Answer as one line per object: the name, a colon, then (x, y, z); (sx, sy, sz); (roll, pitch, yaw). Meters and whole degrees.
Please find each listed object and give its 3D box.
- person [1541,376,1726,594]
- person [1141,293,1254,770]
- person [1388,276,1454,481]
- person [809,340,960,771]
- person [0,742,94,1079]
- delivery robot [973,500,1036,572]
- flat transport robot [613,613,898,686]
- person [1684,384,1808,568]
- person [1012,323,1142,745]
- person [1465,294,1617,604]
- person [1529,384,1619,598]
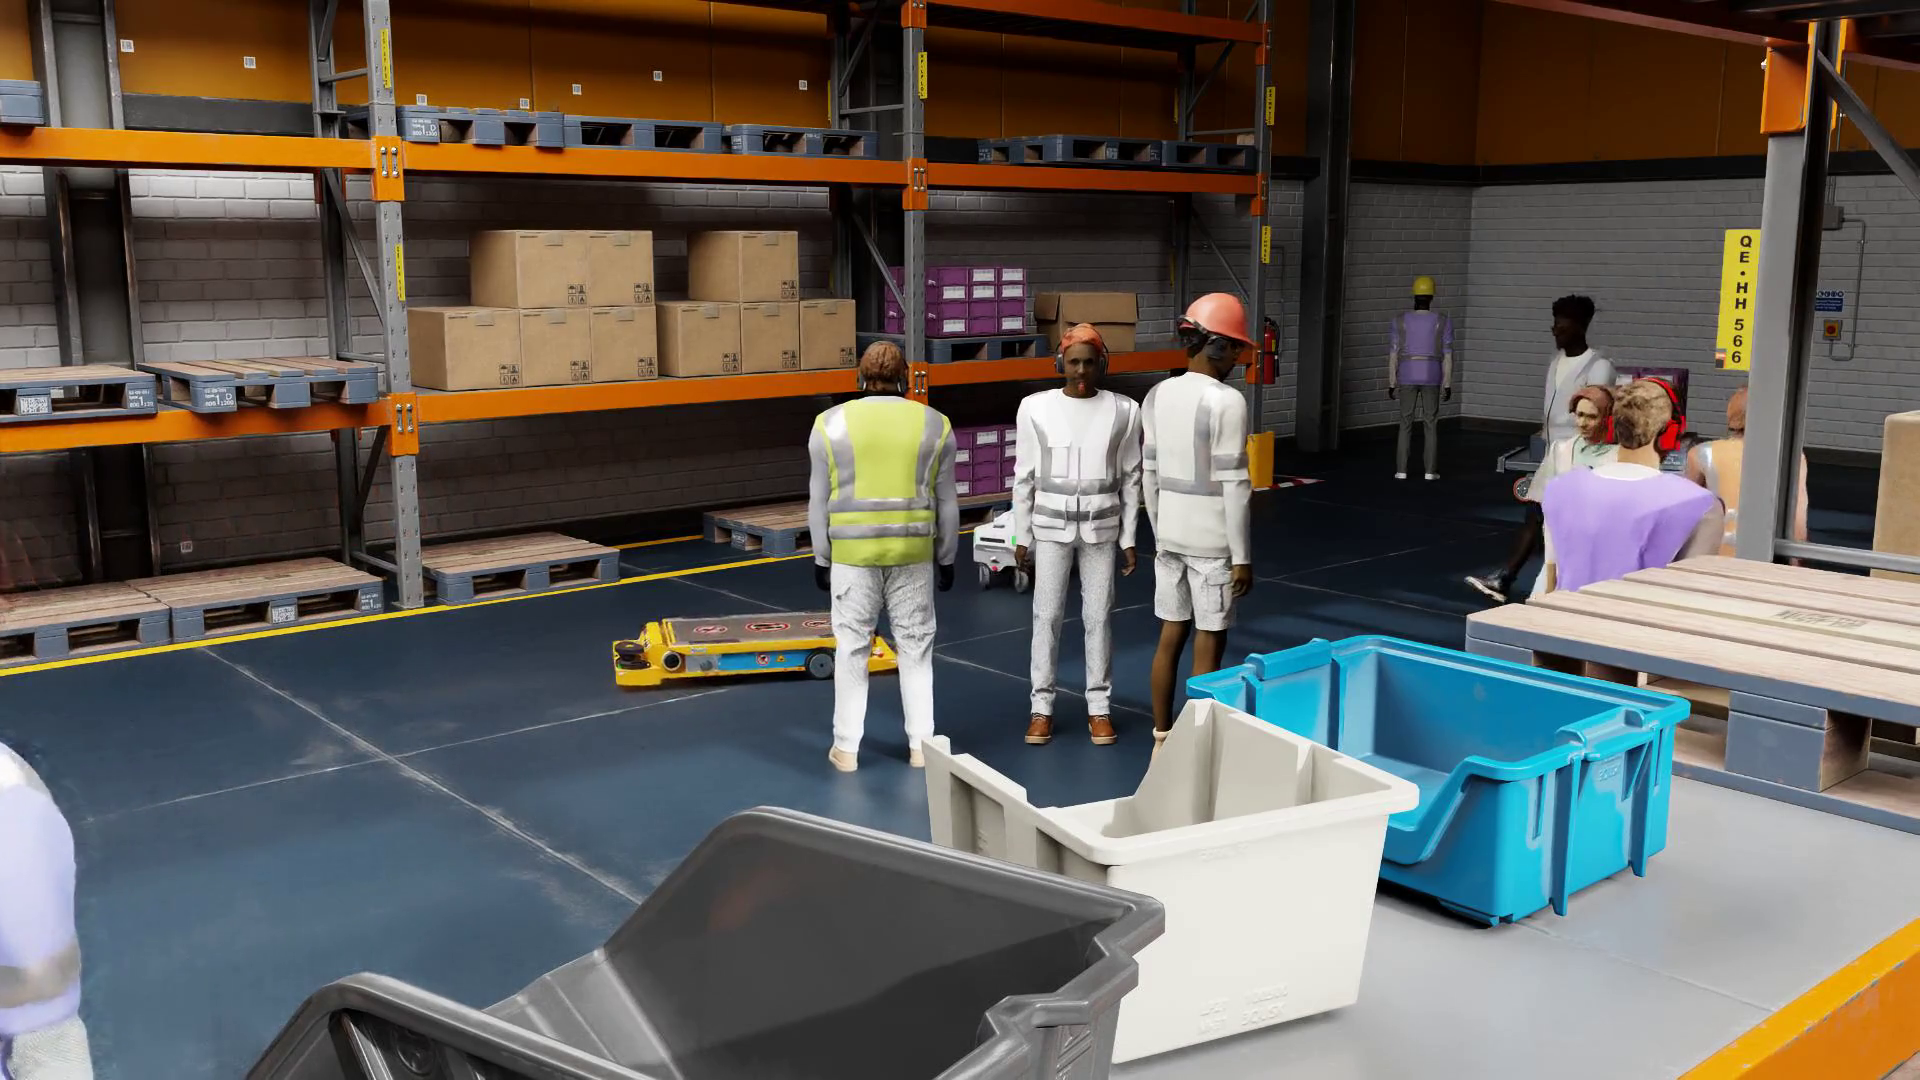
person: (2.017, 0.423, 5.097); (0.383, 1.837, 0.561); (-9, 13, -40)
person: (1.009, 0.007, 6.873); (0.396, 2.033, 0.605); (-6, 12, -30)
person: (4.335, -1.512, 15.667); (0.594, 1.930, 0.352); (3, 11, 18)
person: (-0.321, 0.069, 7.125); (0.644, 1.832, 0.431); (-2, 10, -9)
person: (-1.496, 0.866, 2.455); (0.555, 1.902, 0.945); (8, 13, 38)
delivery robot: (0.383, -0.022, 10.914); (0.477, 0.478, 0.707); (6, 12, 30)
flat transport robot: (-1.089, 0.553, 8.749); (1.431, 0.197, 0.652); (-2, 10, -13)
person: (3.460, 0.116, 7.409); (0.541, 1.622, 0.455); (5, 11, 27)
person: (0.521, -0.018, 7.429); (0.575, 1.885, 0.355); (0, 10, 1)
person: (3.597, -0.511, 10.065); (0.996, 1.916, 0.618); (-3, 10, -15)
person: (2.771, 0.112, 7.410); (0.477, 1.616, 0.532); (-7, 12, -33)
